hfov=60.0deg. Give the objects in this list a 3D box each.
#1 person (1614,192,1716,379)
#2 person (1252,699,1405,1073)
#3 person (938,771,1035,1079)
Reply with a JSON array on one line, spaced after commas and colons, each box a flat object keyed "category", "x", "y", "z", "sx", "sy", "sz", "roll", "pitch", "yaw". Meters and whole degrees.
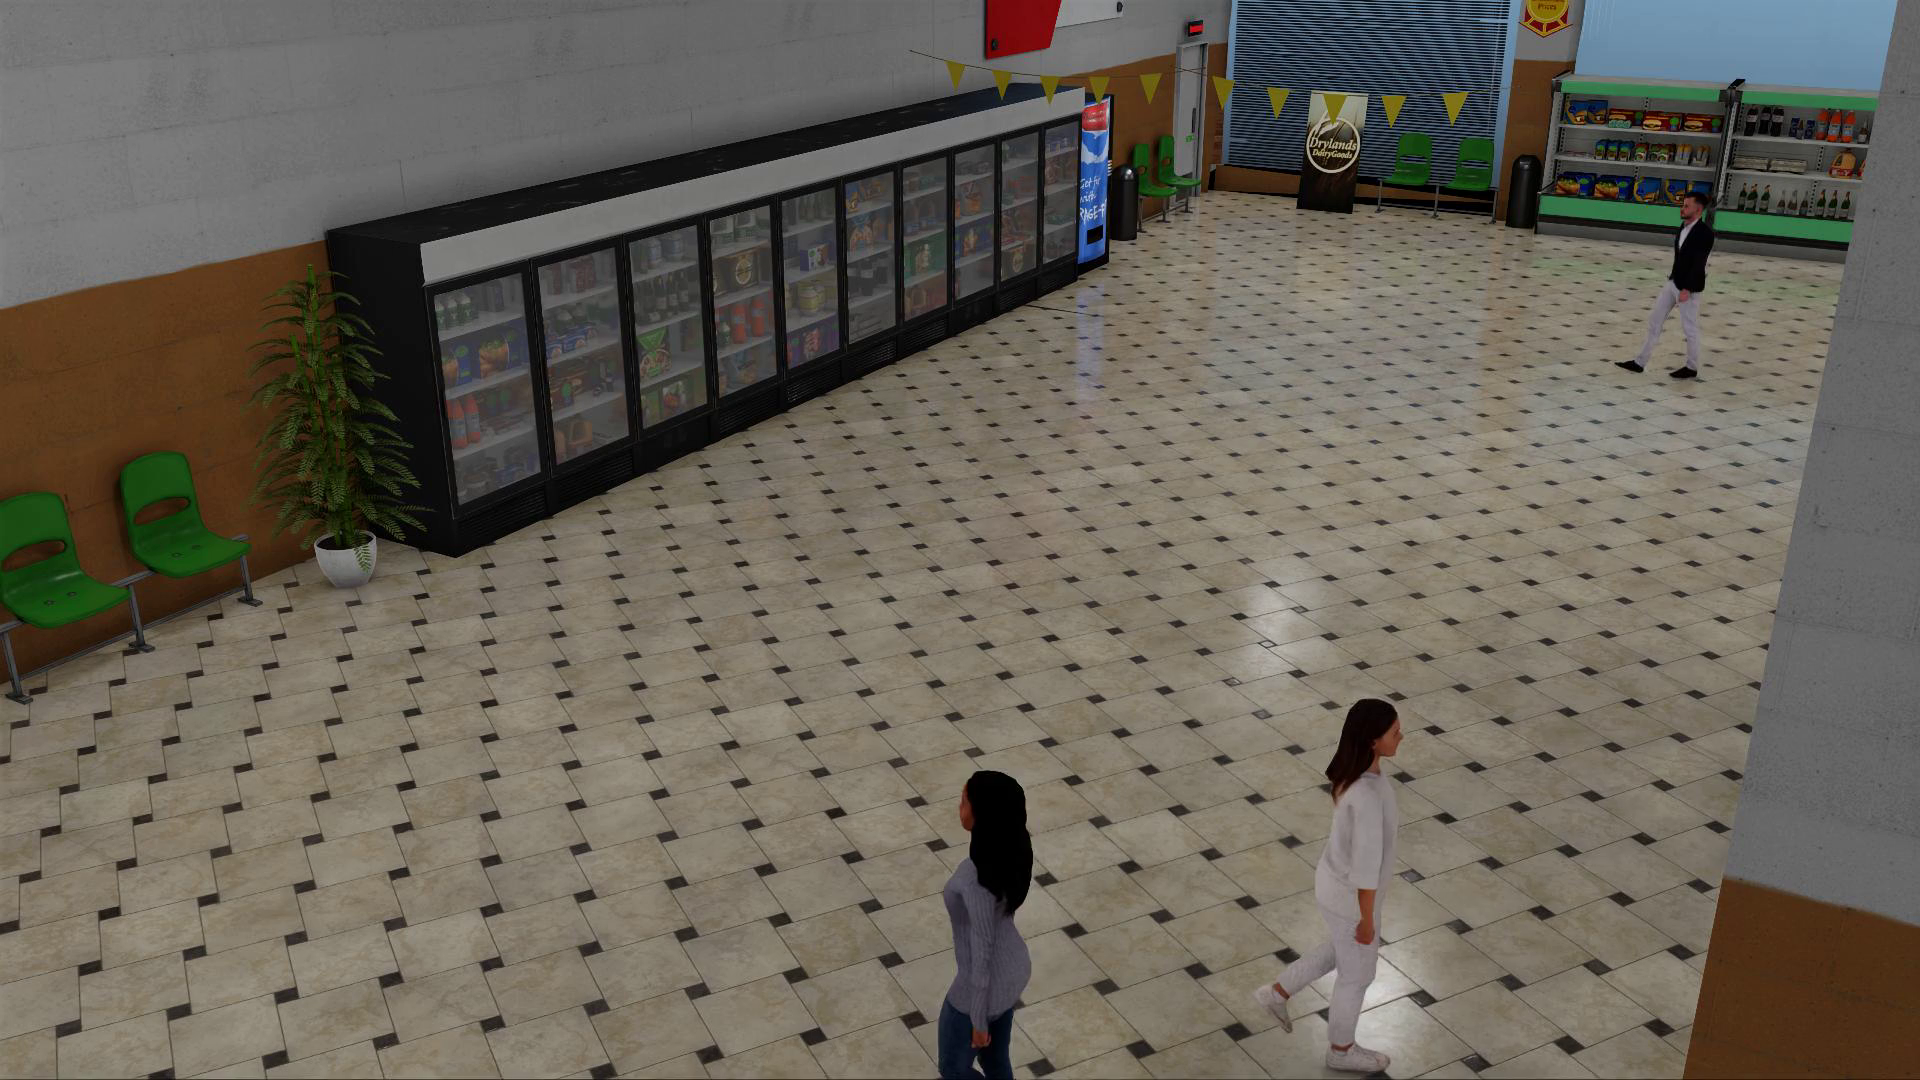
[{"category": "person", "x": 7.076, "y": -2.422, "z": 16.009, "sx": 1.168, "sy": 1.816, "sz": 1.042, "roll": -2, "pitch": 22, "yaw": -5}, {"category": "person", "x": 1.501, "y": 1.399, "z": 6.685, "sx": 0.916, "sy": 1.676, "sz": 0.797, "roll": 2, "pitch": 22, "yaw": 4}, {"category": "person", "x": 0.205, "y": 1.639, "z": 6.022, "sx": 0.715, "sy": 1.725, "sz": 0.631, "roll": 9, "pitch": 24, "yaw": 22}]
